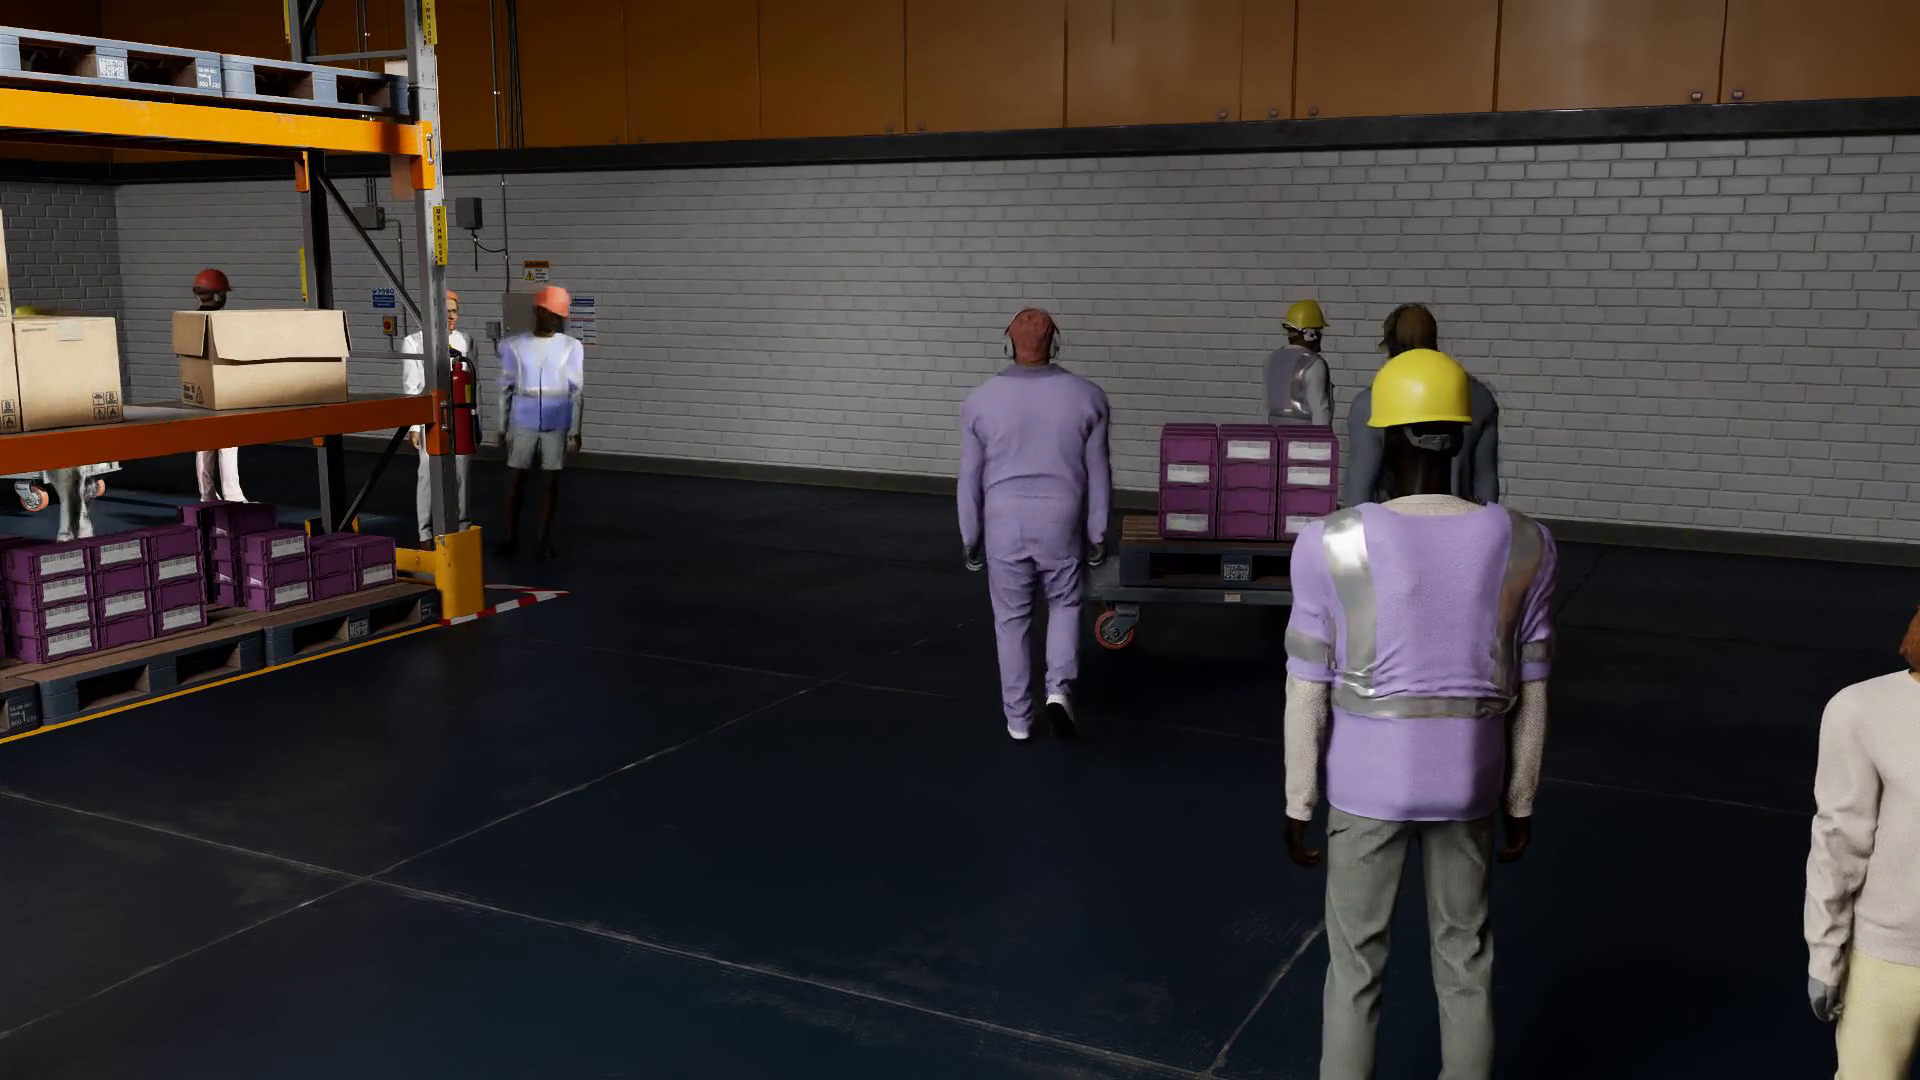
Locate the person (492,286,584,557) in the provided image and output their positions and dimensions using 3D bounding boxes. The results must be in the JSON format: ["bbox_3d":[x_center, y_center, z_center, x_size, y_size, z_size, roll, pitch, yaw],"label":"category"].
[{"bbox_3d":[-2.933,-0.808,11.589,0.657,1.890,0.360,-2,10,-10],"label":"person"}]

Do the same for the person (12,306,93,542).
[{"bbox_3d":[-6.162,-0.699,11.318,0.604,1.764,0.888,-1,10,-6],"label":"person"}]

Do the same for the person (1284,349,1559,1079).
[{"bbox_3d":[1.005,0.537,3.725,0.588,1.918,0.397,0,10,-1],"label":"person"}]

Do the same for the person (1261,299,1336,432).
[{"bbox_3d":[2.162,-0.603,10.564,0.404,1.835,0.586,-5,11,-25],"label":"person"}]

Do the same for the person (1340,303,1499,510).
[{"bbox_3d":[1.855,0.024,6.708,0.686,1.924,0.364,-2,10,-12],"label":"person"}]

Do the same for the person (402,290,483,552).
[{"bbox_3d":[-3.634,-0.826,11.739,0.581,1.879,0.351,-9,13,-42],"label":"person"}]

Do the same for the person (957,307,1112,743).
[{"bbox_3d":[0.315,-0.049,7.164,0.667,1.895,0.427,0,10,0],"label":"person"}]

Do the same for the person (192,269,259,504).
[{"bbox_3d":[-6.063,-1.208,13.602,0.625,1.991,0.392,5,11,27],"label":"person"}]

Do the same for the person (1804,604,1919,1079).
[{"bbox_3d":[1.831,0.795,3.087,0.496,1.626,0.284,3,10,18],"label":"person"}]
